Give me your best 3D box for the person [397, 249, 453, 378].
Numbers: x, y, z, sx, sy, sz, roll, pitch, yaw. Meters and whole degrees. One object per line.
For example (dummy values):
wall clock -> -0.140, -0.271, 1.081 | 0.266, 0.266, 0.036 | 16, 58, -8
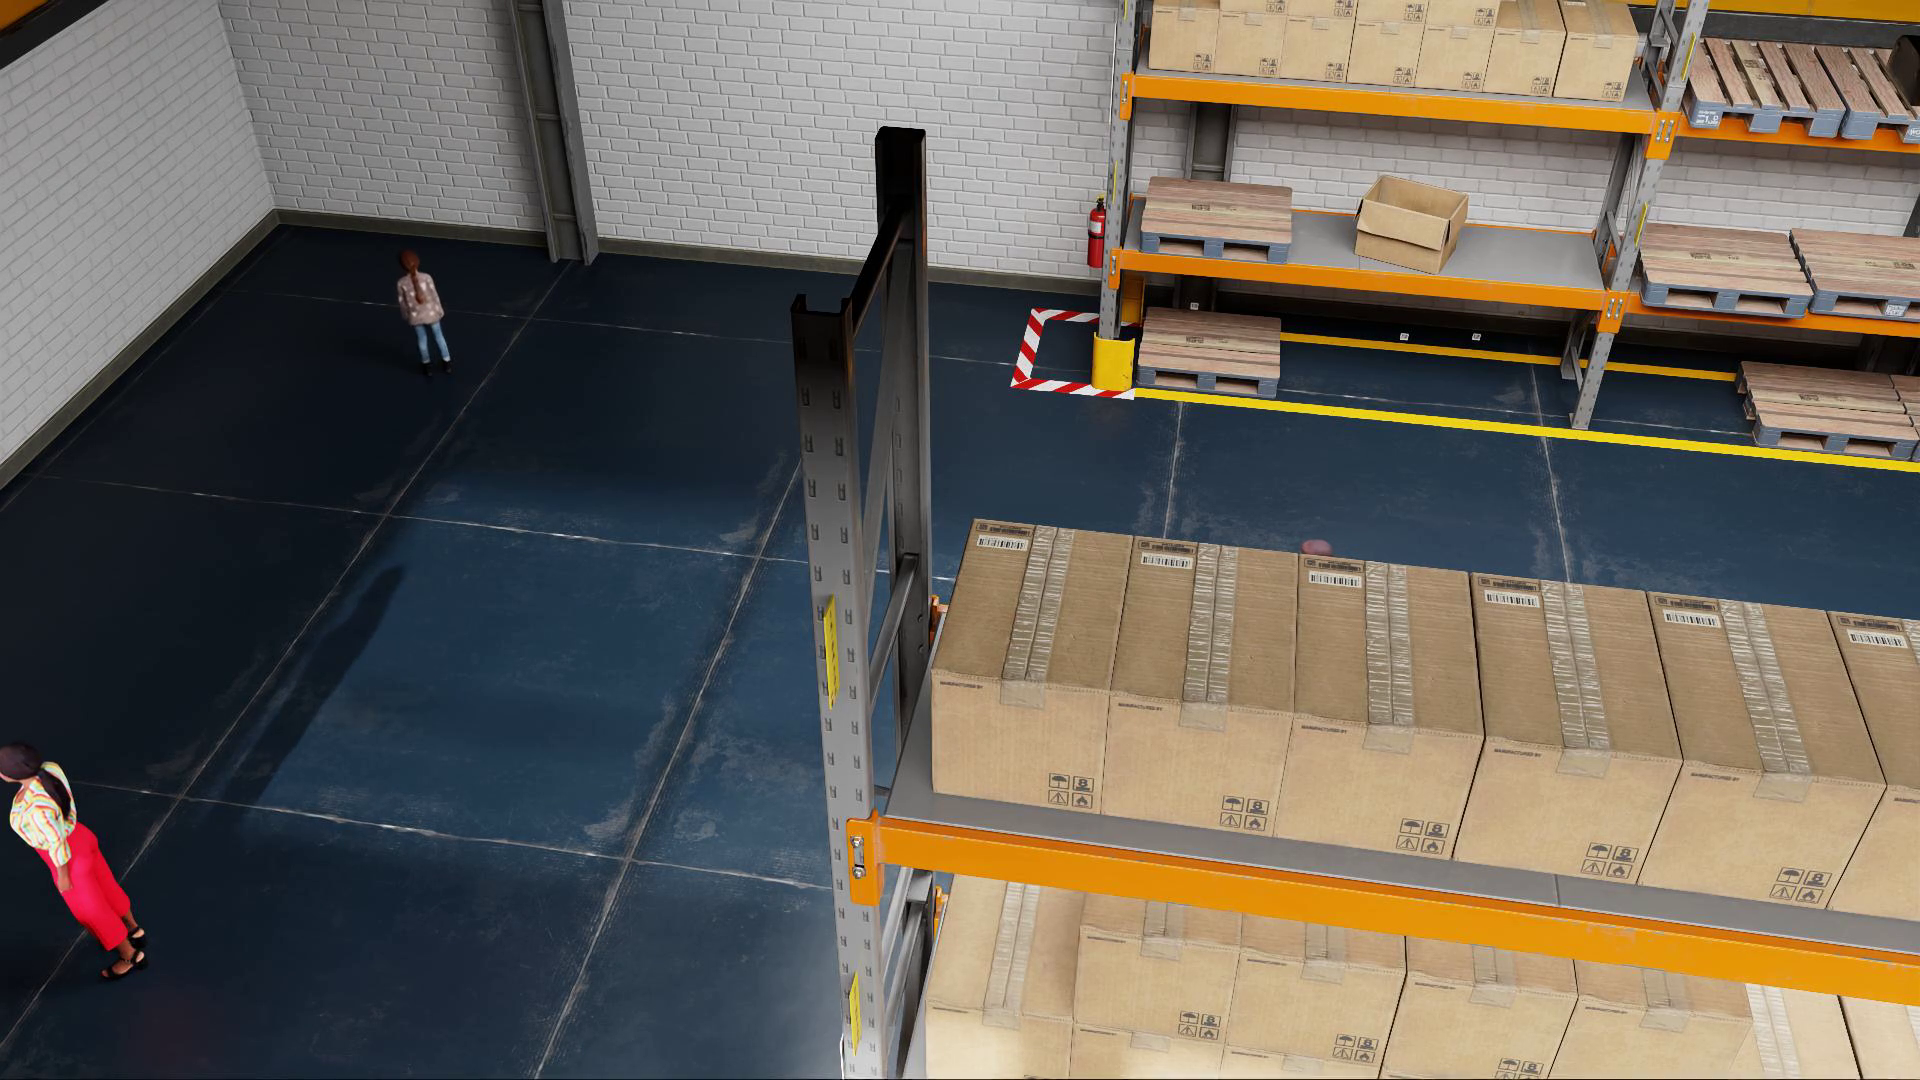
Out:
person -> -4.591, -1.926, 14.186 | 0.540, 1.189, 0.637 | -10, 40, -12

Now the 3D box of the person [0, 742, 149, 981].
person -> -4.850, 1.750, 9.100 | 0.678, 1.792, 0.679 | -10, 40, -13
